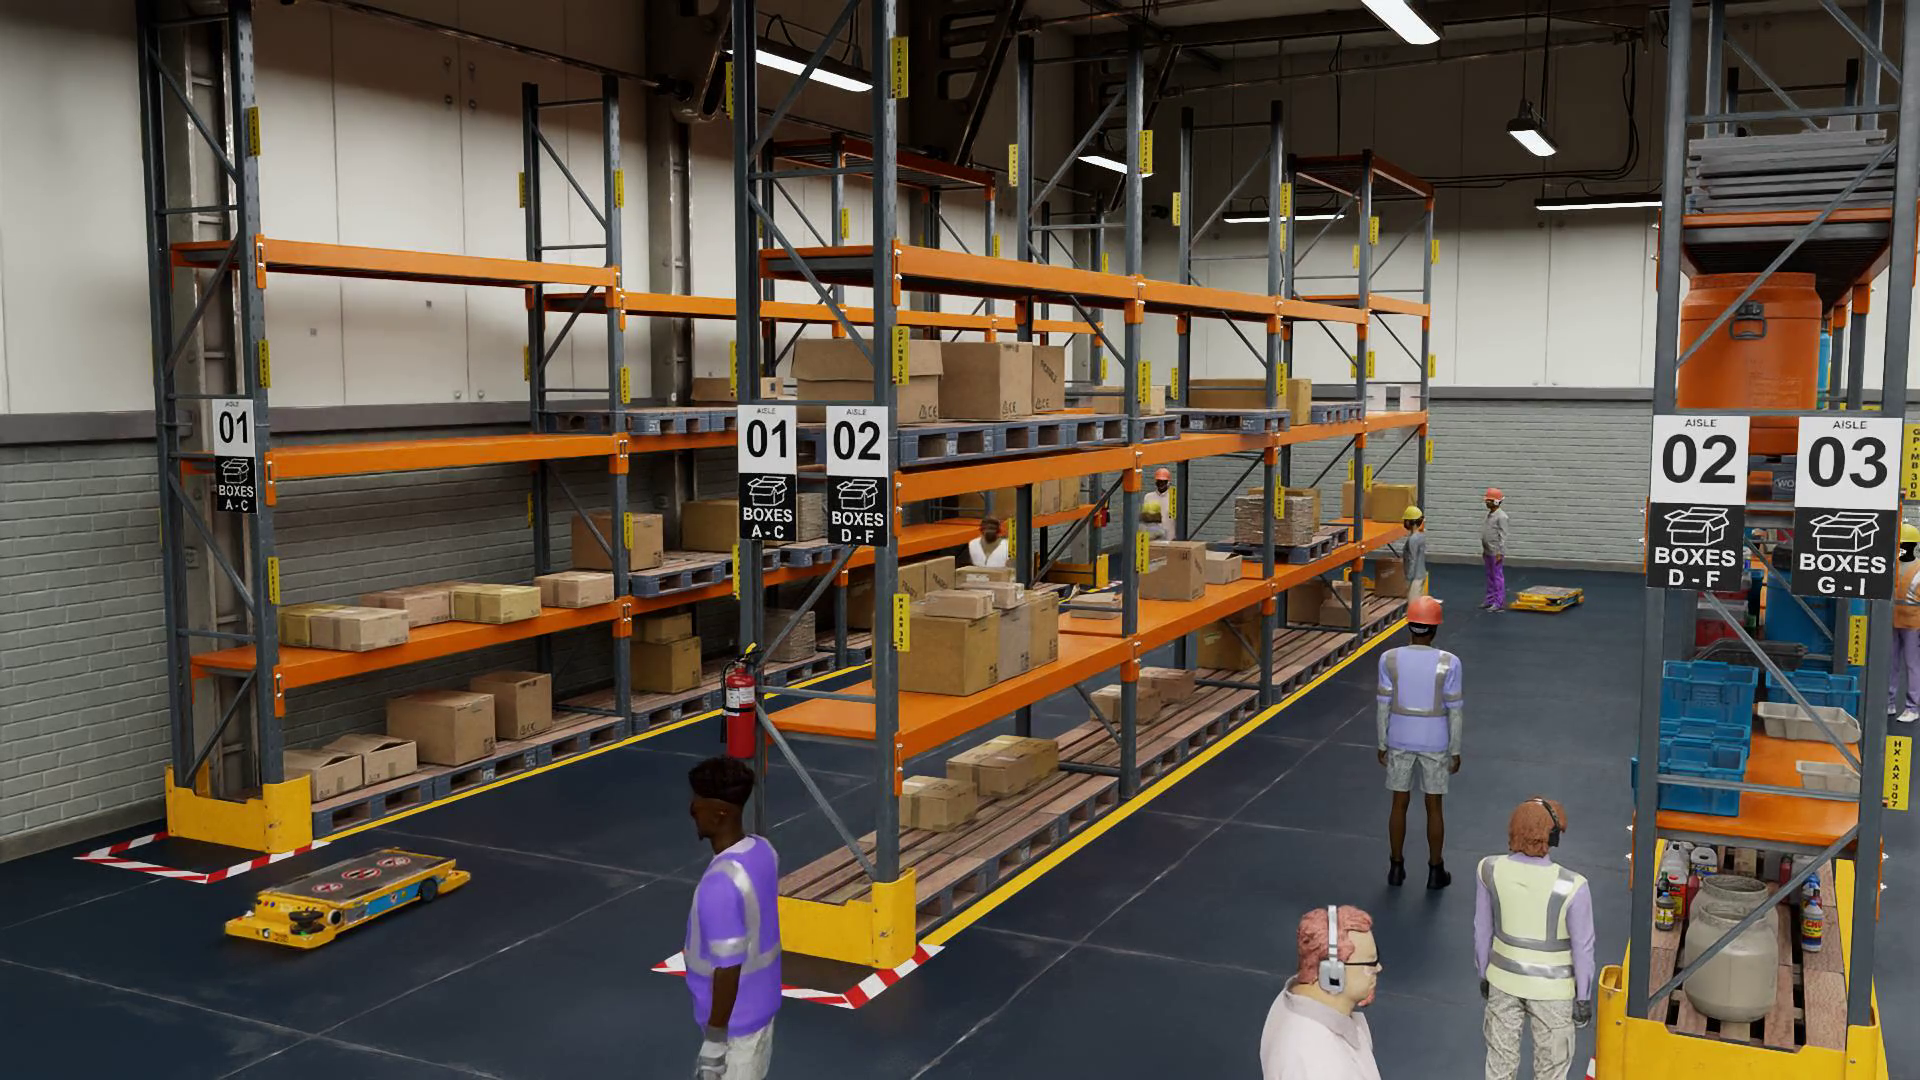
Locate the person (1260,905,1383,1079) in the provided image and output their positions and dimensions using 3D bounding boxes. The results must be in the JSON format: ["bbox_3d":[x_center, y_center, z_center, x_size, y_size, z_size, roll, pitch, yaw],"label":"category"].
[{"bbox_3d":[1.075,1.988,4.804,0.409,1.909,0.642,0,6,3],"label":"person"}]

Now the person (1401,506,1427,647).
[{"bbox_3d":[5.495,0.474,20.207,0.327,1.767,0.533,3,7,28],"label":"person"}]

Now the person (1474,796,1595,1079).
[{"bbox_3d":[2.407,1.894,7.000,0.514,1.641,0.307,5,8,42],"label":"person"}]

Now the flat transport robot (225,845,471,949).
[{"bbox_3d":[-3.812,2.216,10.459,0.652,0.197,1.431,3,6,23],"label":"flat transport robot"}]

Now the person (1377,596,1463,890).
[{"bbox_3d":[3.045,1.333,11.023,0.551,1.934,0.372,3,6,24],"label":"person"}]

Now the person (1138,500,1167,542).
[{"bbox_3d":[2.473,0.348,21.604,0.498,1.726,0.413,5,7,38],"label":"person"}]

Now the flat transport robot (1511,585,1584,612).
[{"bbox_3d":[8.454,0.833,23.903,0.652,0.197,1.431,4,7,34],"label":"flat transport robot"}]

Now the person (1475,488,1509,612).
[{"bbox_3d":[7.529,0.138,23.515,0.327,1.753,0.561,-1,6,-6],"label":"person"}]

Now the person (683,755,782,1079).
[{"bbox_3d":[-0.875,1.794,6.396,0.362,1.963,0.613,1,6,8],"label":"person"}]

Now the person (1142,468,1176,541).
[{"bbox_3d":[2.921,-0.045,24.133,0.612,1.997,0.375,3,6,24],"label":"person"}]

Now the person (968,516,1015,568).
[{"bbox_3d":[0.359,0.611,18.787,0.580,1.783,0.952,2,6,22],"label":"person"}]
